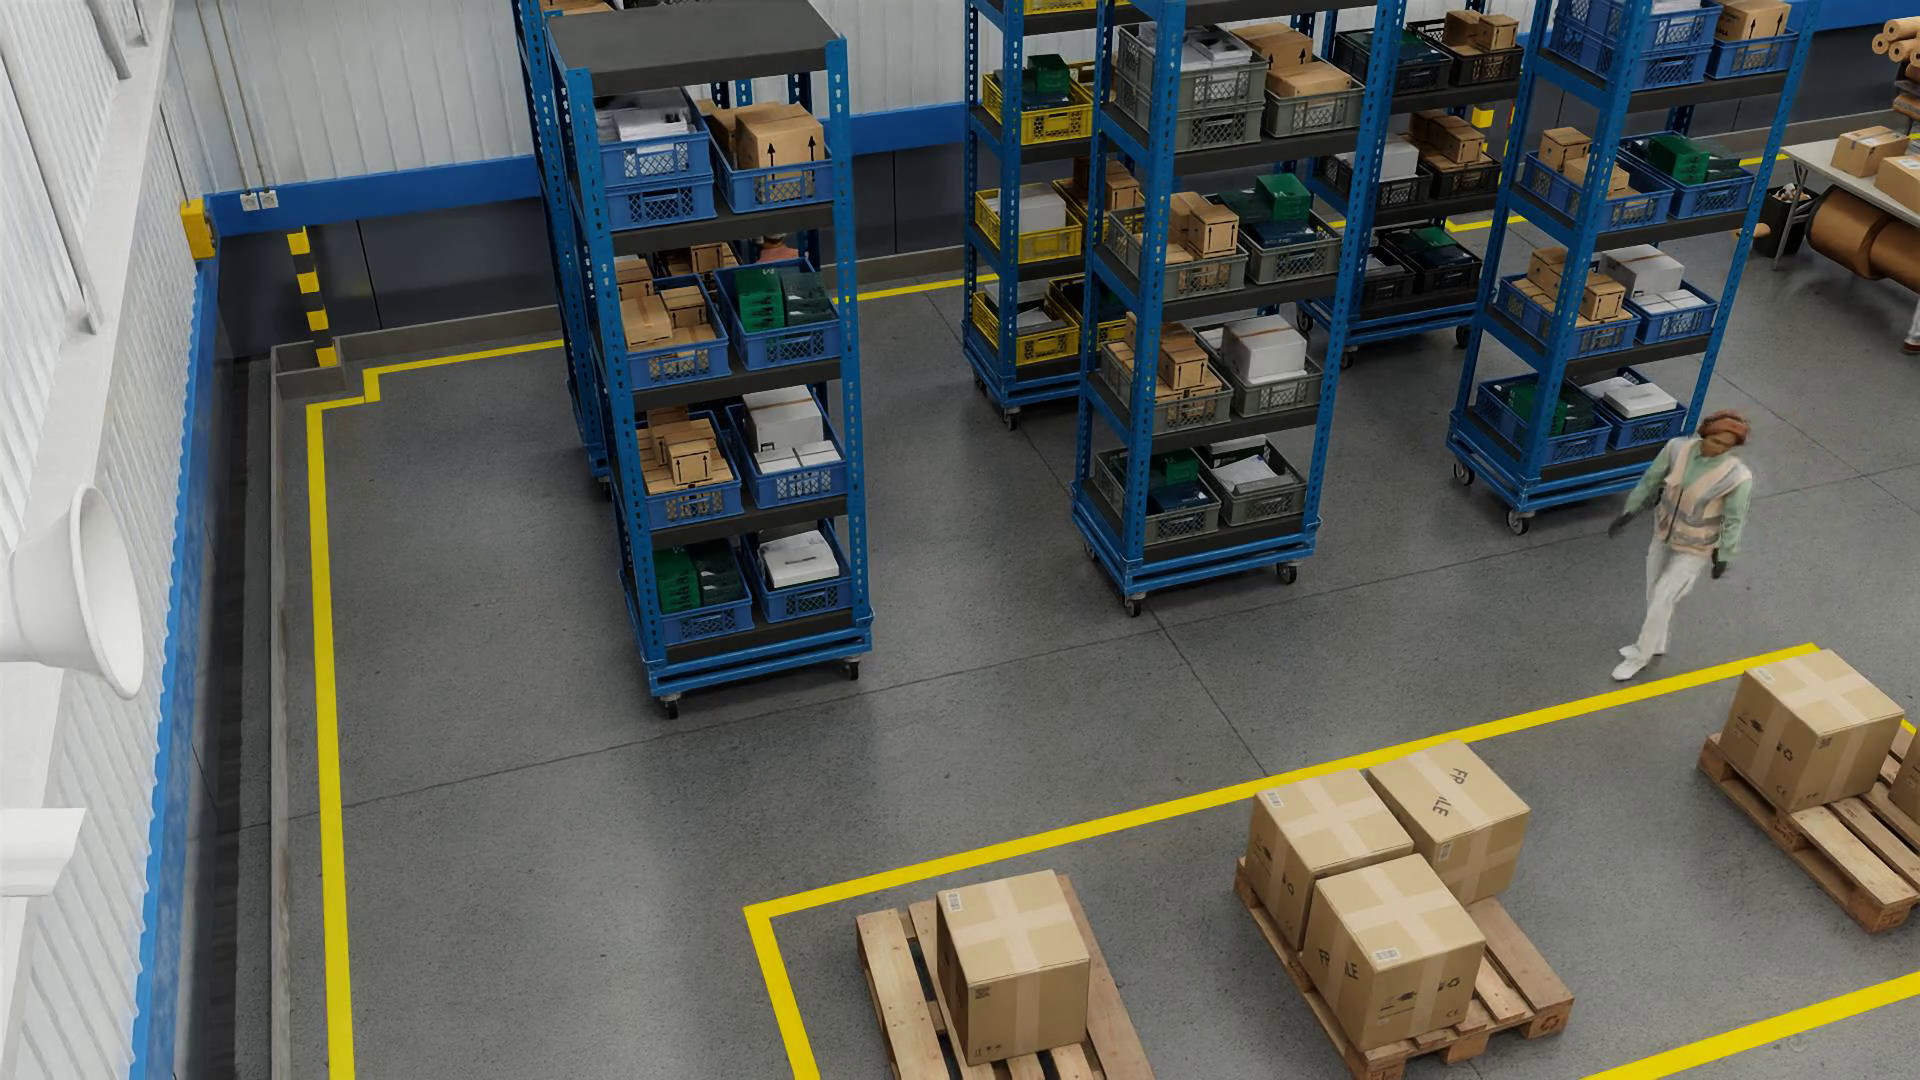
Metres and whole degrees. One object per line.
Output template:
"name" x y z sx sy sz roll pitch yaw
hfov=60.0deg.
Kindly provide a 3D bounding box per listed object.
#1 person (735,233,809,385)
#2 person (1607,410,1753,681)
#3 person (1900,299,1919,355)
"person" -1.119 -1.165 10.217 0.626 1.980 0.412 -30 45 -35
"person" 3.746 0.021 8.847 0.533 1.616 0.577 -13 37 -18
"person" 7.065 -2.075 11.549 0.370 1.930 0.628 0 35 0
